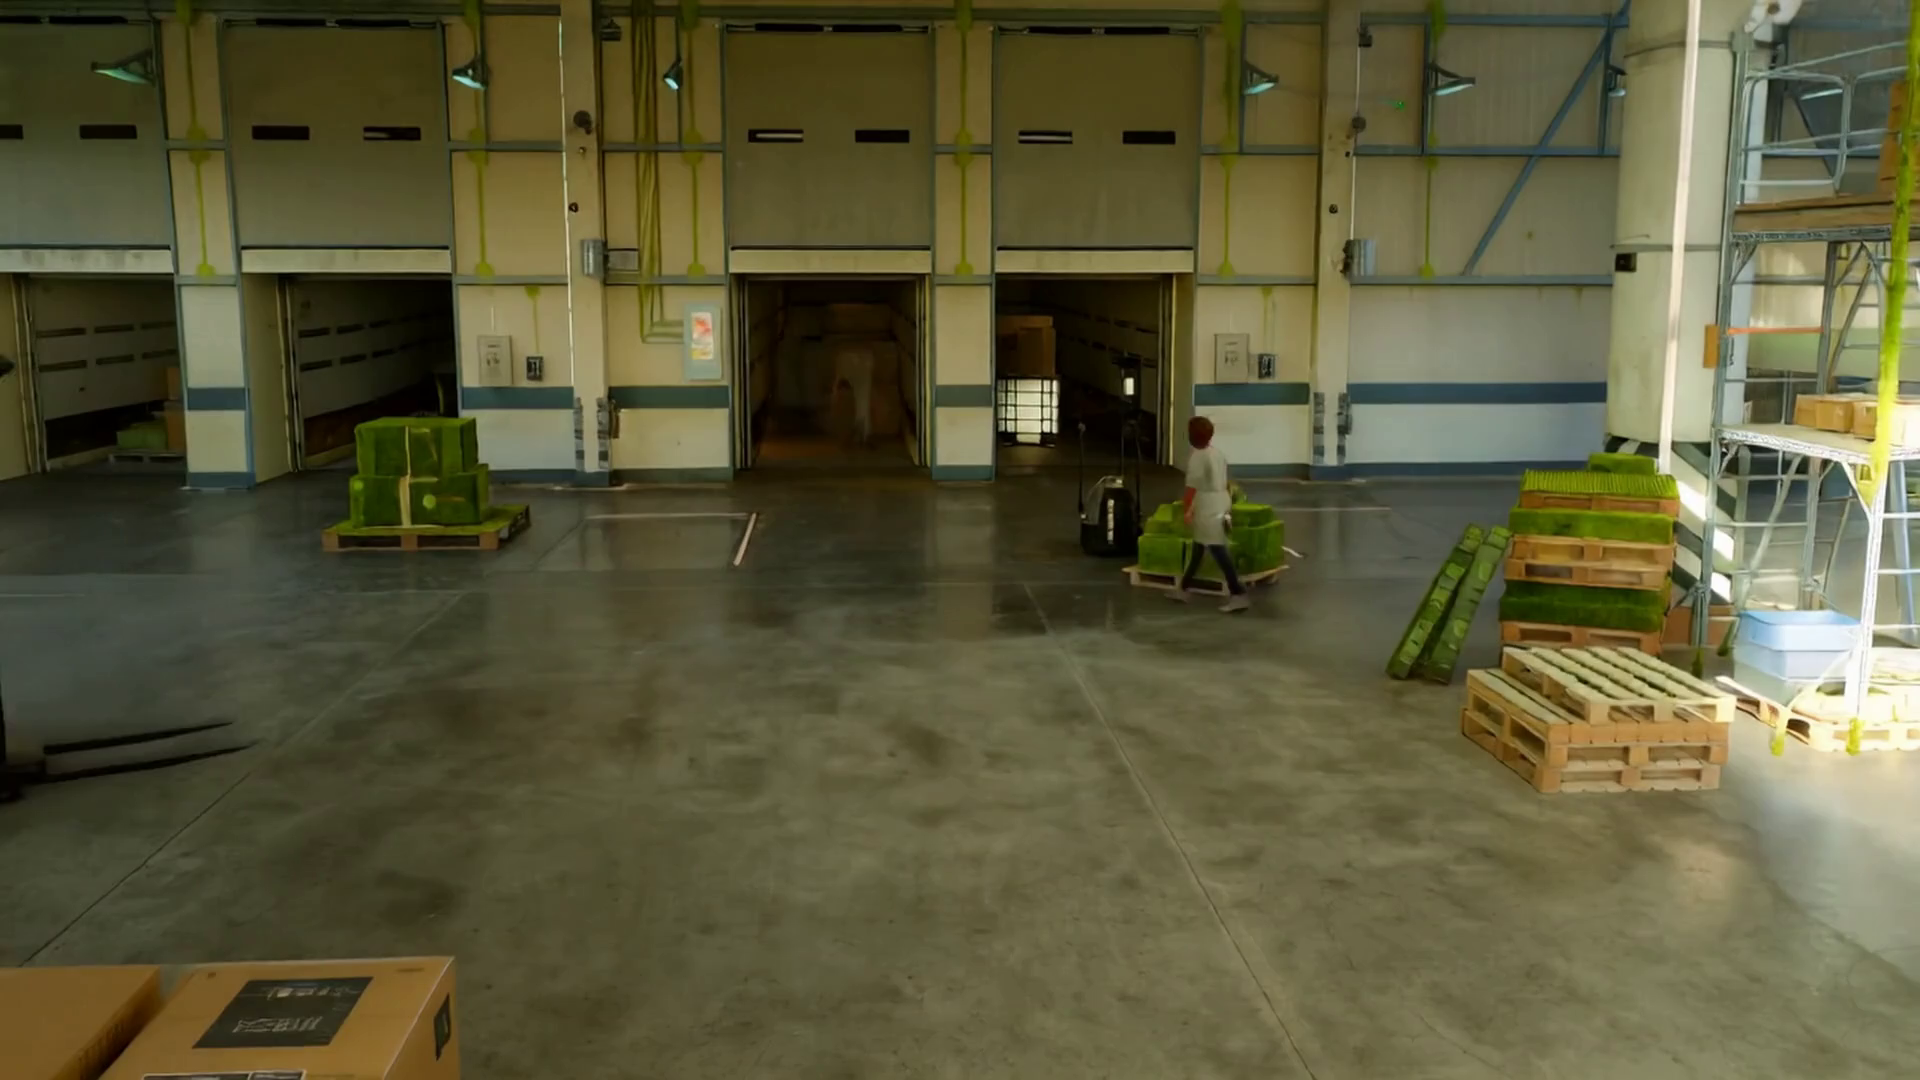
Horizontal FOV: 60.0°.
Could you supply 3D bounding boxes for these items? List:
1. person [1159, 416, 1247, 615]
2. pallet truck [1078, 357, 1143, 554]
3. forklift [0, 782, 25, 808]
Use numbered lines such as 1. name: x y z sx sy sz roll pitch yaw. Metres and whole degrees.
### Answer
1. person: 2.075 -0.216 13.976 0.911 1.637 0.571 6 11 35
2. pallet truck: 2.088 -0.836 16.757 1.885 1.965 0.823 2 9 13
3. forklift: -6.003 0.041 8.491 1.873 2.768 1.129 -6 11 -32
